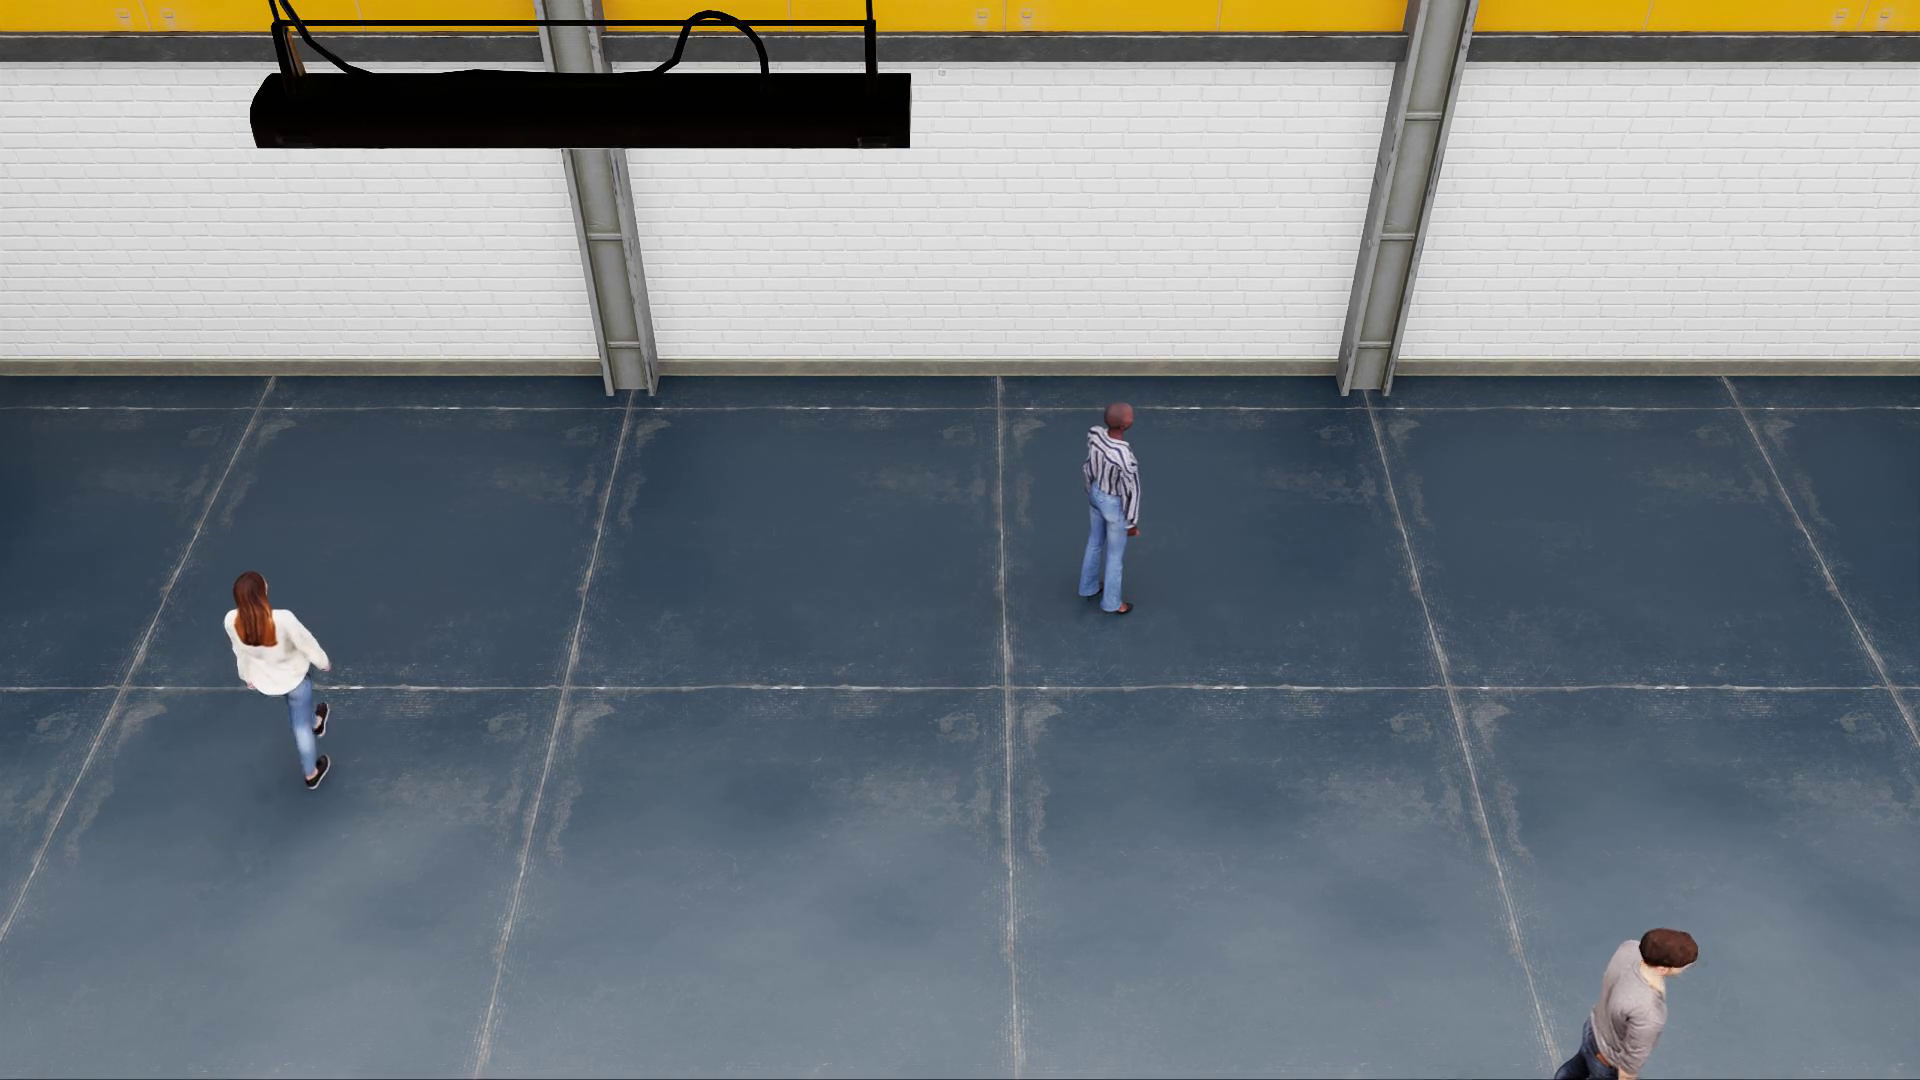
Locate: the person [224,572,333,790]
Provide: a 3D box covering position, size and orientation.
[{"bbox_3d":[-4.156,0.908,10.173,0.832,1.669,0.735,4,44,4],"label":"person"}]

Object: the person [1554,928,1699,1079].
[{"bbox_3d":[3.253,2.521,8.309,0.636,1.904,0.725,6,44,6],"label":"person"}]

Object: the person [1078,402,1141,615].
[{"bbox_3d":[1.014,-0.212,11.257,0.723,1.795,0.705,-25,49,-24],"label":"person"}]
